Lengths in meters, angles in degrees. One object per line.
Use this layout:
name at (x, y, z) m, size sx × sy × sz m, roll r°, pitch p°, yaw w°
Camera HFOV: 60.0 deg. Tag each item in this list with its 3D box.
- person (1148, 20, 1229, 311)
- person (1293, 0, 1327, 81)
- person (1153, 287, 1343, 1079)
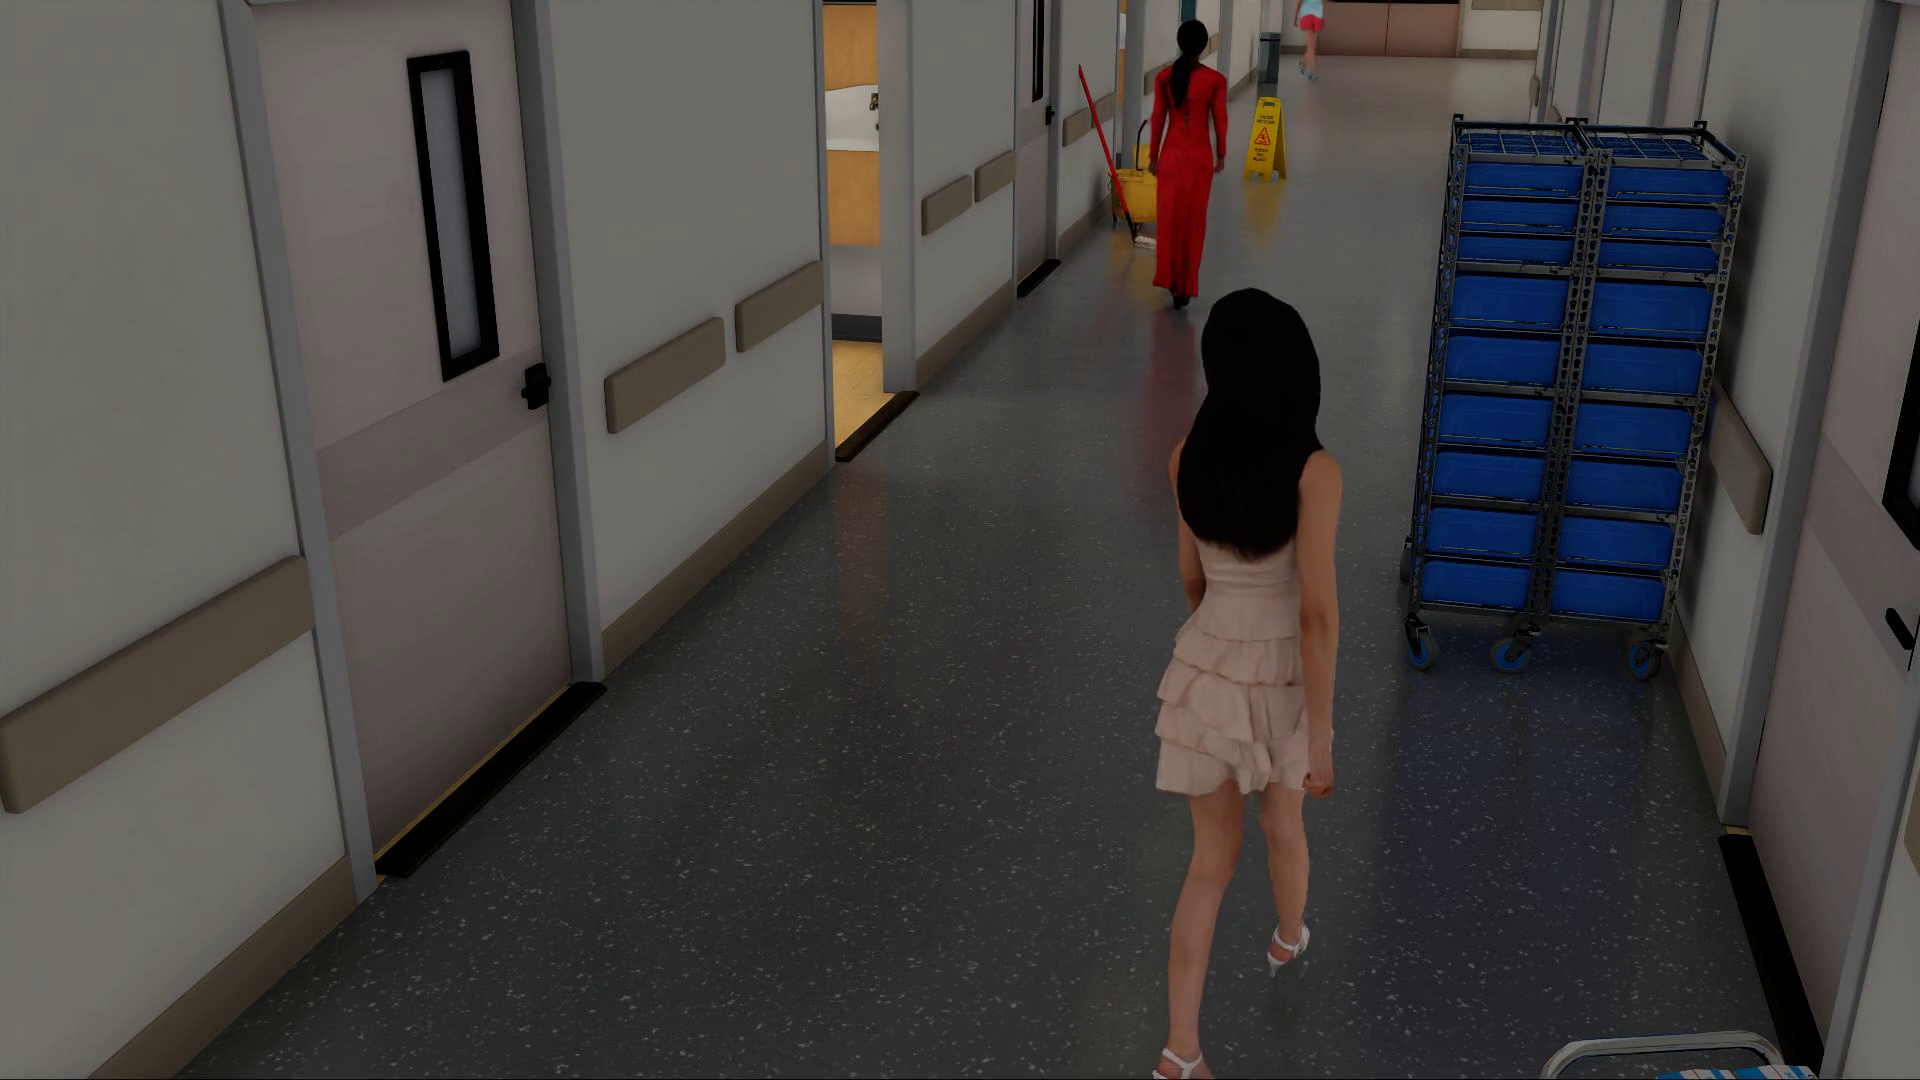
person at (1.401, -2.327, 10.471) m, size 0.632 × 1.761 × 0.926 m, roll 5°, pitch 21°, yaw 13°
person at (5.247, -7.717, 24.770) m, size 0.910 × 1.715 × 1.259 m, roll -2°, pitch 21°, yaw -6°
person at (0.553, 0.395, 3.401) m, size 1.071 × 1.679 × 0.898 m, roll -18°, pitch 27°, yaw -39°
